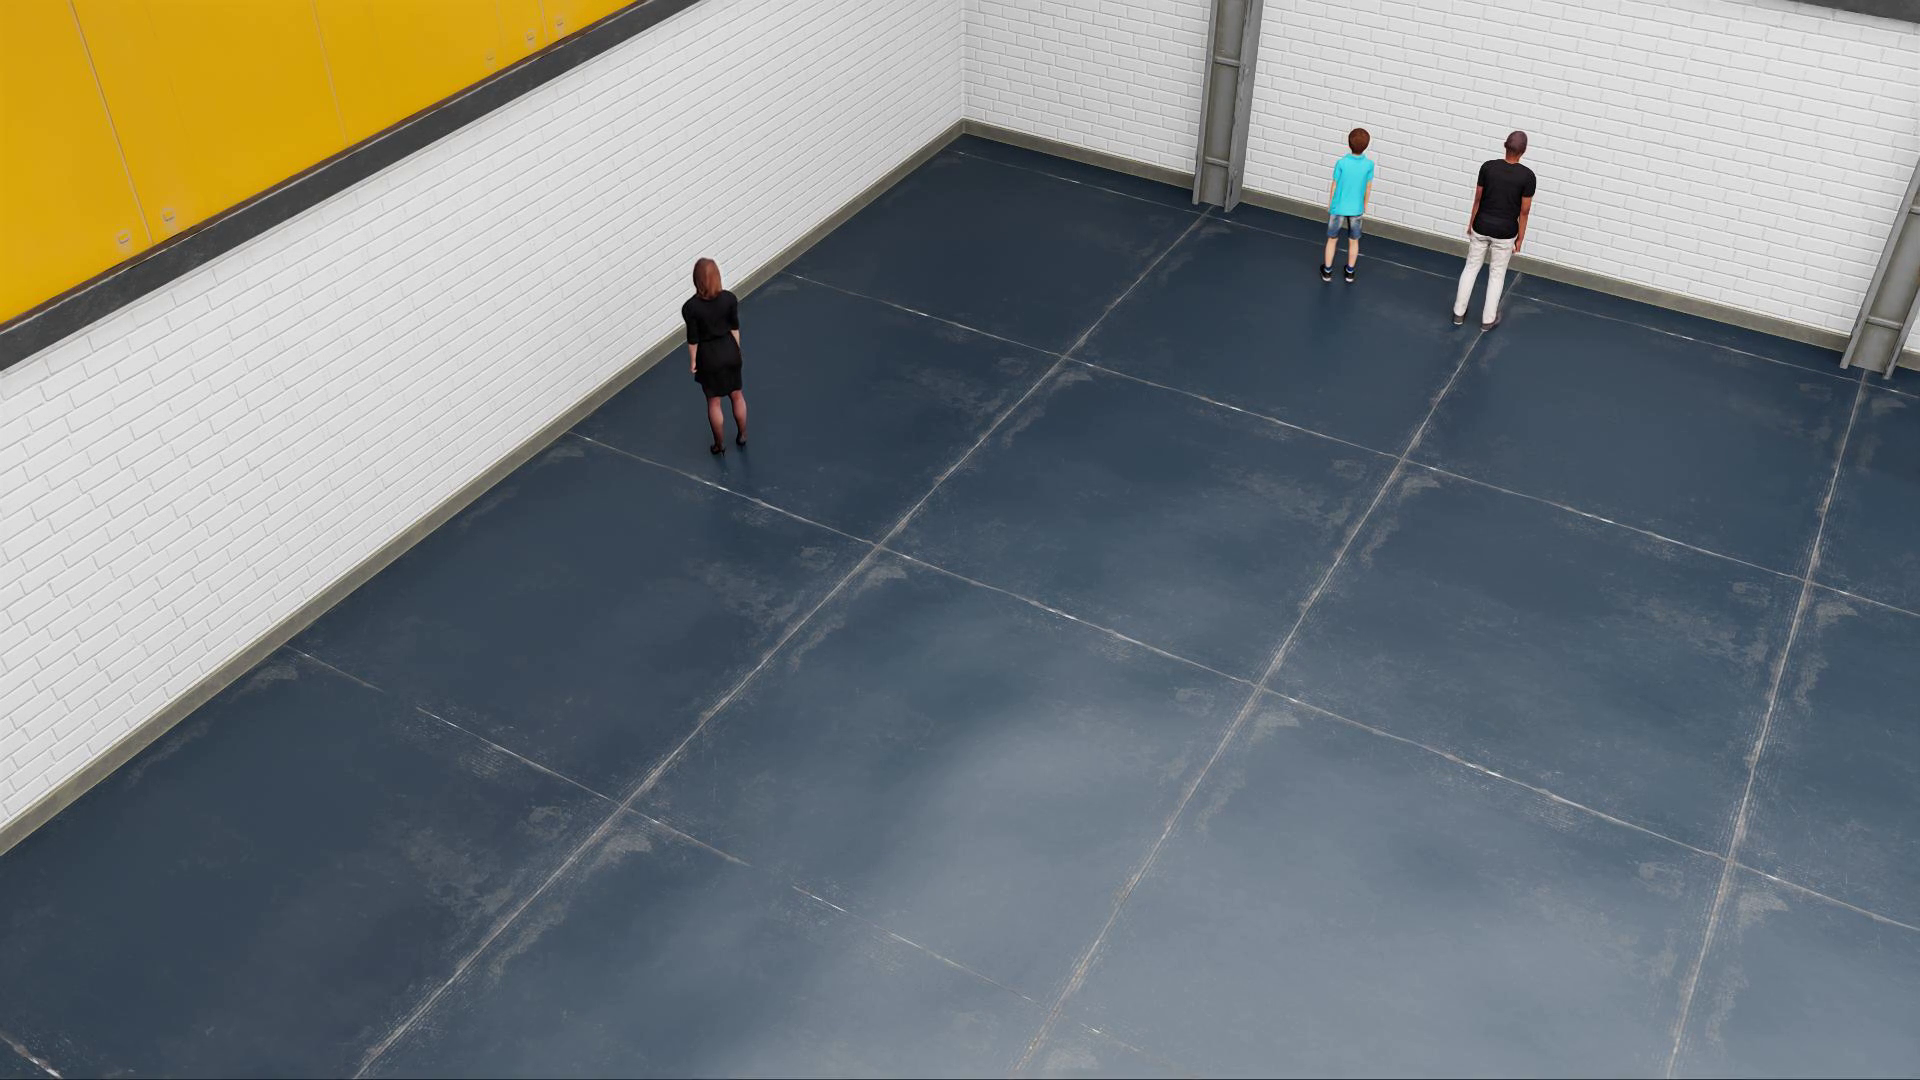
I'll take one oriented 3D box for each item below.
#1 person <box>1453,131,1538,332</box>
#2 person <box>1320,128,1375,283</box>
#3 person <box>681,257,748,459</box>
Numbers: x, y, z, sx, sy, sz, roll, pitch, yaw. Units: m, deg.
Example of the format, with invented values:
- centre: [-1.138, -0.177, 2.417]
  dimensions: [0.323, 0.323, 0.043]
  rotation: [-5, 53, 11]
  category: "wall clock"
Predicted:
- centre: [4.555, -2.633, 14.182]
  dimensions: [0.512, 1.804, 0.691]
  rotation: [19, 42, 22]
  category: "person"
- centre: [3.484, -3.009, 14.937]
  dimensions: [0.559, 1.448, 0.651]
  rotation: [-1, 39, -1]
  category: "person"
- centre: [-1.849, -1.381, 12.692]
  dimensions: [0.663, 1.706, 0.680]
  rotation: [-17, 42, -20]
  category: "person"
